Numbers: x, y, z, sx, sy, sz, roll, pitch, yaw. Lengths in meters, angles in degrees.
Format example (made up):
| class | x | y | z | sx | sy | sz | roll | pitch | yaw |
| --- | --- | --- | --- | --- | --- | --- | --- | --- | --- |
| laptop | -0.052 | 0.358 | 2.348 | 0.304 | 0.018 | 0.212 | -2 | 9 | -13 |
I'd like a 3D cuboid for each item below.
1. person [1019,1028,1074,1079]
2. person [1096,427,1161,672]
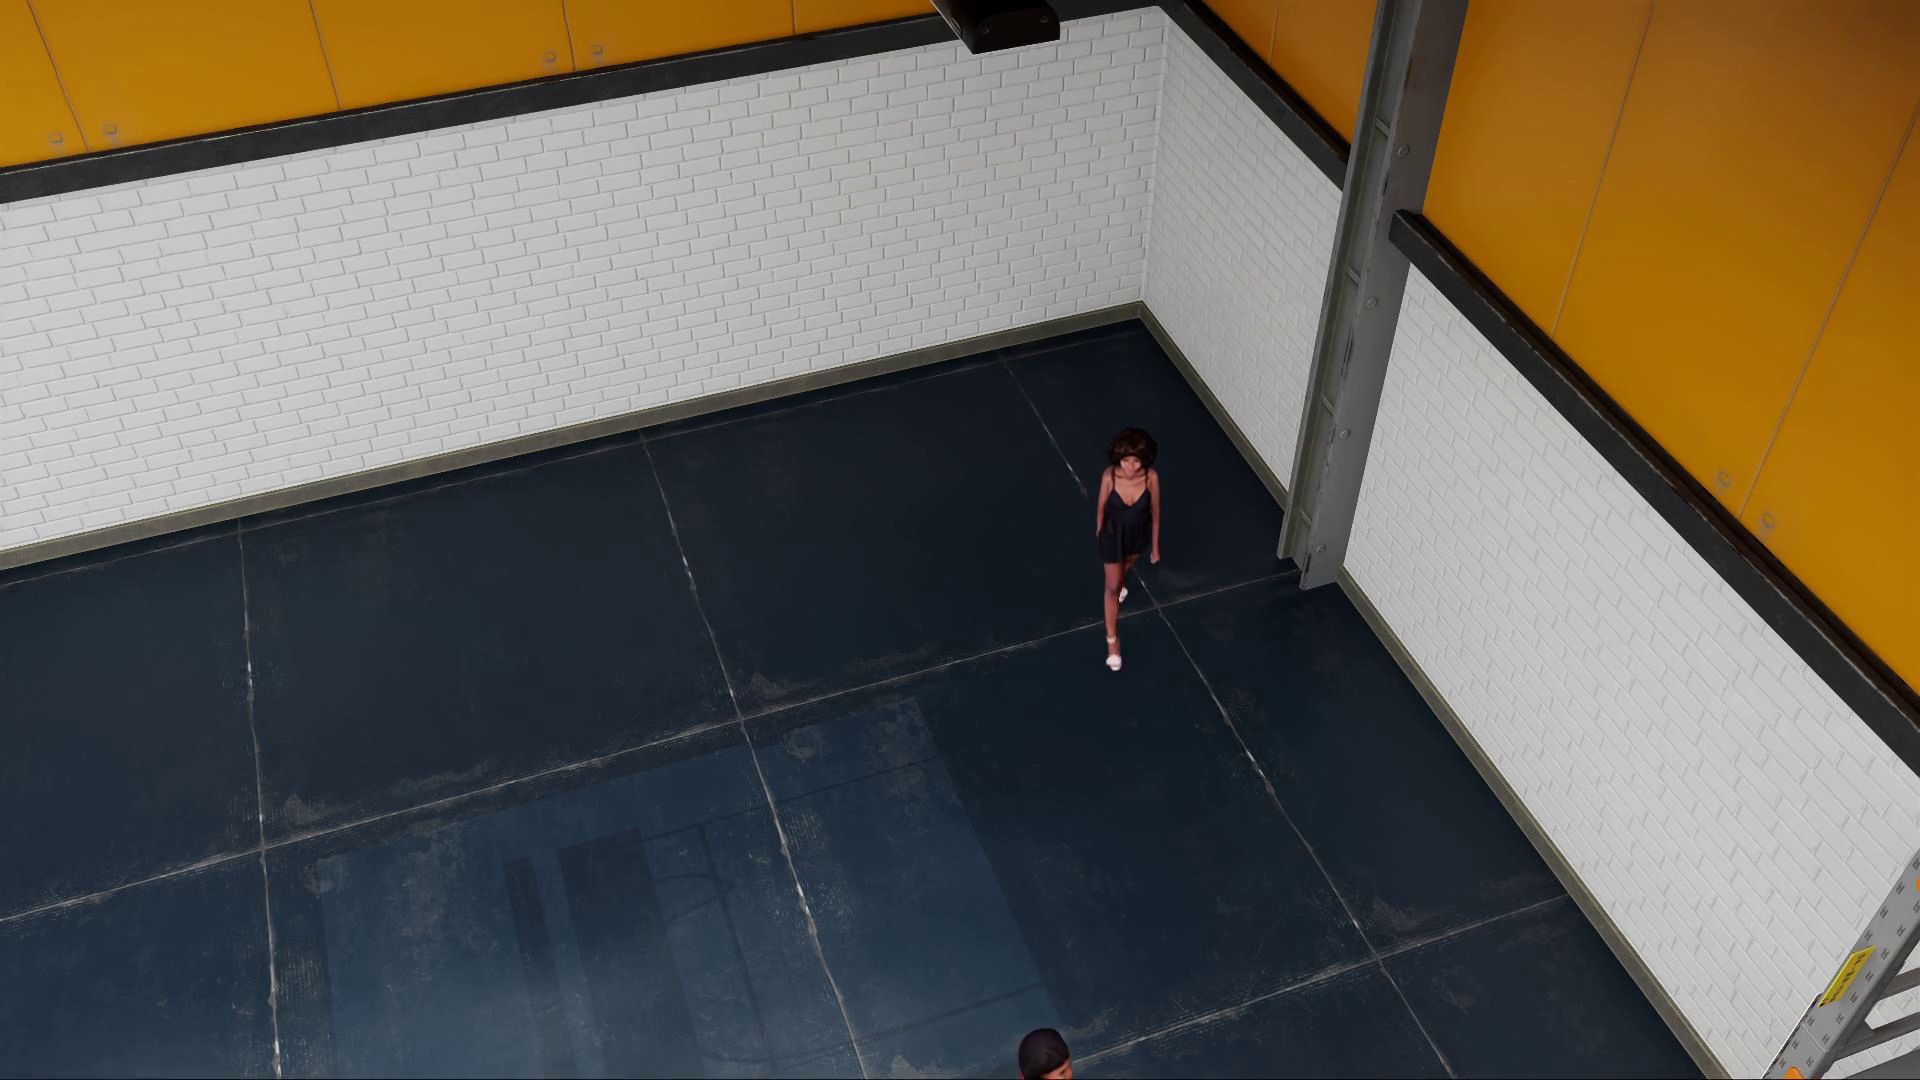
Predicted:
| class | x | y | z | sx | sy | sz | roll | pitch | yaw |
| --- | --- | --- | --- | --- | --- | --- | --- | --- | --- |
| person | 0.376 | 2.832 | 7.884 | 0.712 | 1.744 | 0.617 | 11 | 45 | 11 |
| person | 1.095 | -0.077 | 10.943 | 0.740 | 1.736 | 1.146 | -3 | 44 | -4 |
